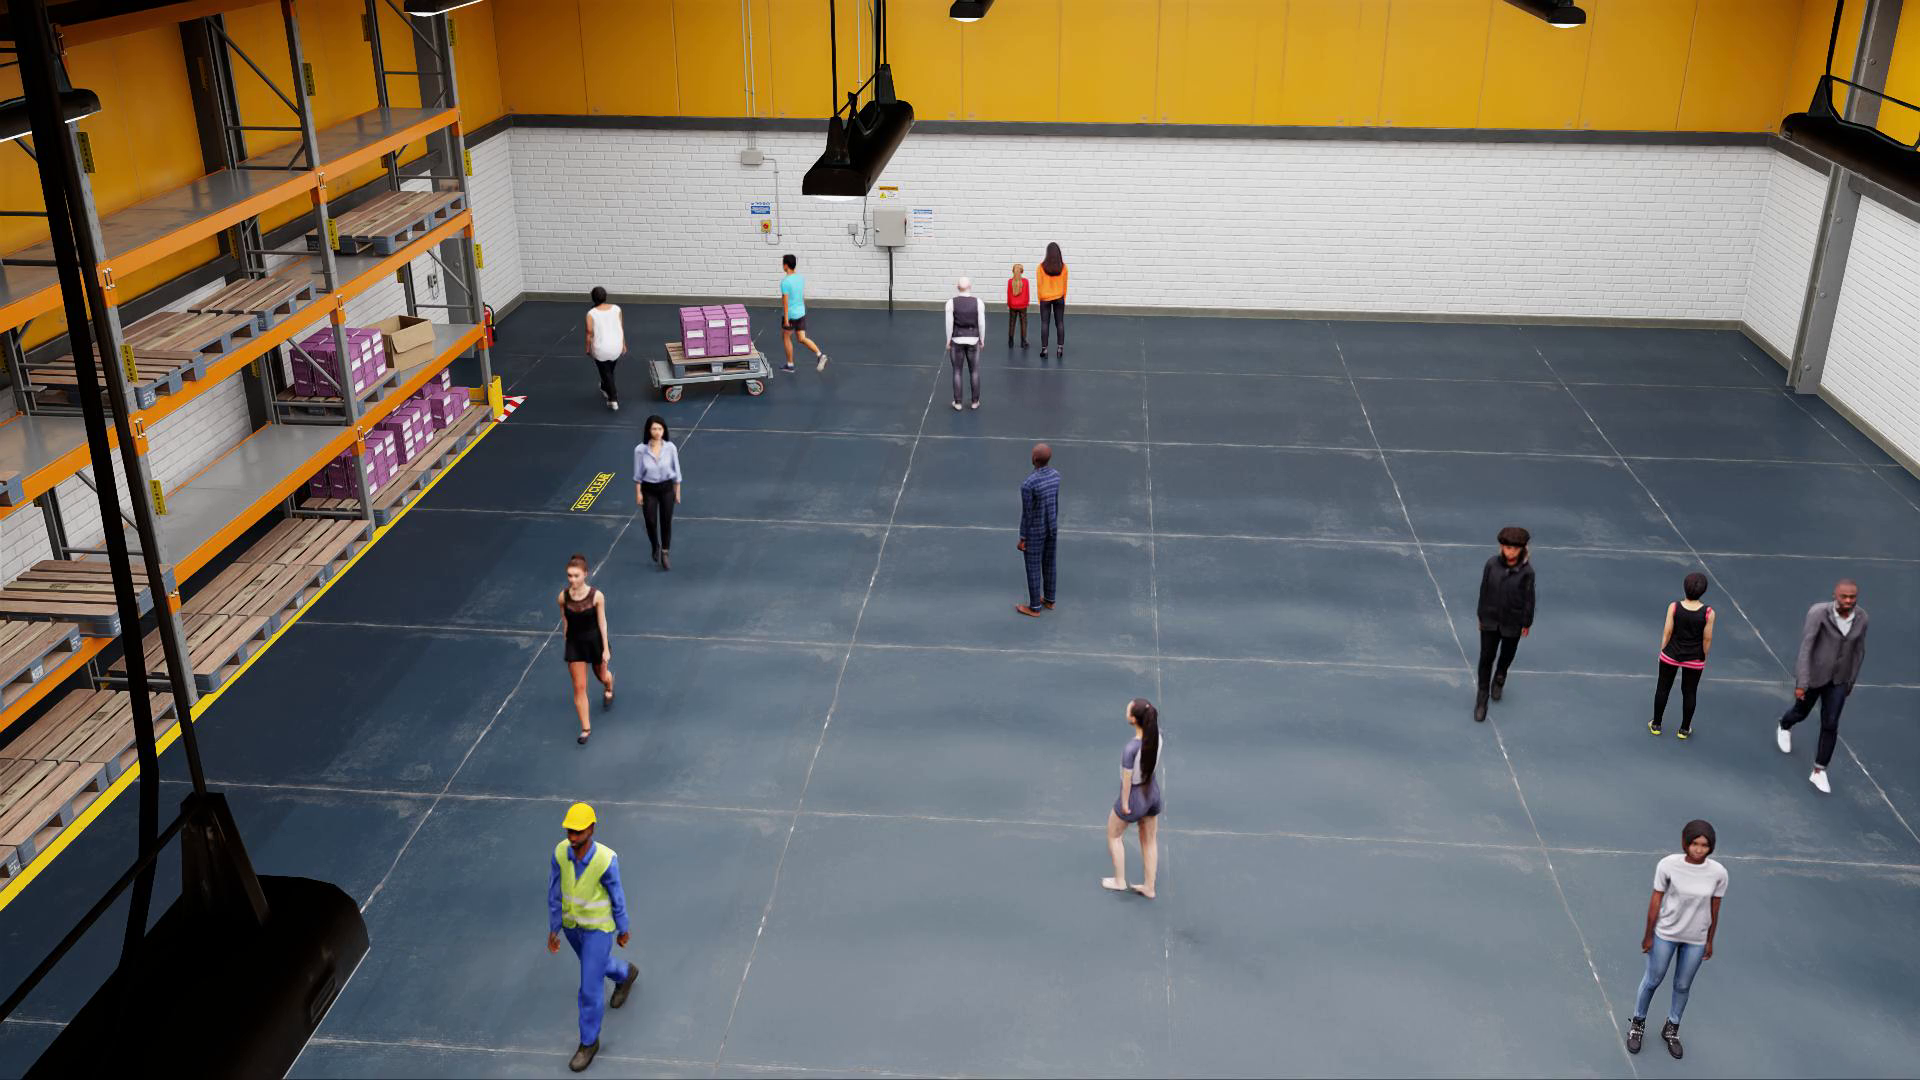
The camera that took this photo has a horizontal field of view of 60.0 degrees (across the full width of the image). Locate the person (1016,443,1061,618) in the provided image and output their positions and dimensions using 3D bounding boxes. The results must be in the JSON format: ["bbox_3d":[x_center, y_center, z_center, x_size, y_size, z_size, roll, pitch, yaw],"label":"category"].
[{"bbox_3d":[0.810,-0.115,16.666,0.750,1.819,0.822,-21,31,-40],"label":"person"}]

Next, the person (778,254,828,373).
[{"bbox_3d":[-2.281,-3.182,23.782,1.026,1.739,1.098,15,28,31],"label":"person"}]

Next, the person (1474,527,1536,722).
[{"bbox_3d":[4.891,0.679,14.935,0.782,1.752,1.028,8,25,18],"label":"person"}]

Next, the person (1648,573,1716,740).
[{"bbox_3d":[6.292,0.992,14.466,0.596,1.553,0.597,10,26,22],"label":"person"}]

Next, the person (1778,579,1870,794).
[{"bbox_3d":[7.157,1.123,13.872,0.743,1.788,1.161,3,24,8],"label":"person"}]

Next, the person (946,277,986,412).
[{"bbox_3d":[0.062,-2.657,22.476,0.732,1.822,0.649,-3,24,-6],"label":"person"}]

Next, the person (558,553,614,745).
[{"bbox_3d":[-3.241,0.895,14.574,0.598,1.644,1.056,1,24,2],"label":"person"}]

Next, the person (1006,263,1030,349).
[{"bbox_3d":[0.879,-3.558,25.217,0.499,1.279,0.484,1,24,3],"label":"person"}]

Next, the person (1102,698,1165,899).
[{"bbox_3d":[1.380,1.935,12.205,0.750,1.636,0.809,-17,29,-34],"label":"person"}]

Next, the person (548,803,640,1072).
[{"bbox_3d":[-2.369,2.452,10.827,0.903,1.792,1.238,10,26,22],"label":"person"}]

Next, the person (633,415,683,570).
[{"bbox_3d":[-3.225,-0.523,17.706,0.775,1.733,0.794,-7,25,-16],"label":"person"}]

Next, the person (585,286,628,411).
[{"bbox_3d":[-4.772,-2.577,22.499,1.049,1.658,1.127,-17,29,-33],"label":"person"}]

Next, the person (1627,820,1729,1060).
[{"bbox_3d":[4.618,2.551,10.692,0.607,1.719,0.554,5,24,11],"label":"person"}]

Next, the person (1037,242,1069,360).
[{"bbox_3d":[1.367,-3.553,24.617,0.665,1.750,0.628,-3,24,-7],"label":"person"}]
